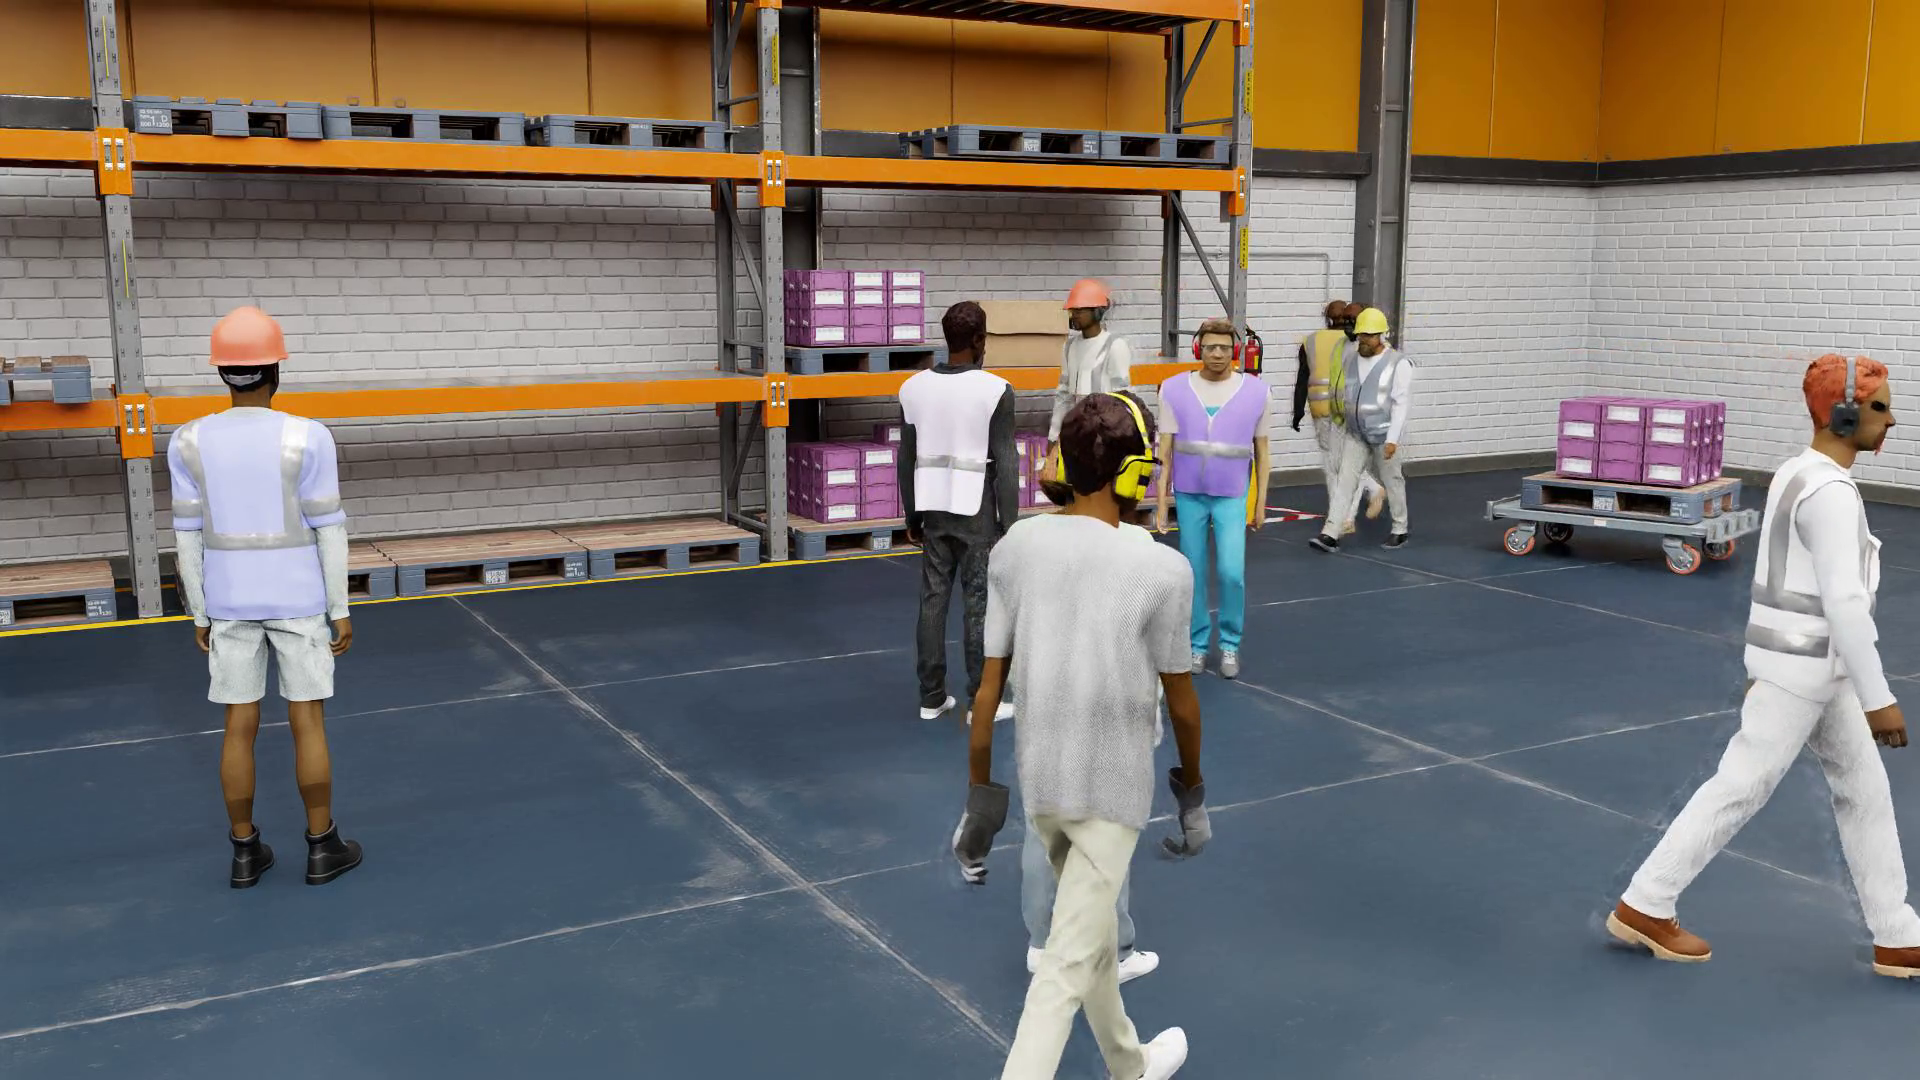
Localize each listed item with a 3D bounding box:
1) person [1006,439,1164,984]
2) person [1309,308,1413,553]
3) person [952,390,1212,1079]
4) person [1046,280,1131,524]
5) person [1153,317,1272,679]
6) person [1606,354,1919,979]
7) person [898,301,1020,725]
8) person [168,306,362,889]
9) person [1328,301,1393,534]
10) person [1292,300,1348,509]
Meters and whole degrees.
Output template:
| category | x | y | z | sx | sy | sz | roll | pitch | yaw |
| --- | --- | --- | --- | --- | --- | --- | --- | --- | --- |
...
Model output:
| category | x | y | z | sx | sy | sz | roll | pitch | yaw |
| --- | --- | --- | --- | --- | --- | --- | --- | --- | --- |
| person | 0.357 | 0.473 | 4.828 | 0.498 | 1.633 | 0.280 | 5 | 11 | 30 |
| person | 2.974 | -0.783 | 12.058 | 0.930 | 1.780 | 0.592 | -8 | 12 | -42 |
| person | 0.278 | 0.578 | 3.683 | 0.491 | 1.805 | 1.027 | 8 | 12 | 40 |
| person | 0.834 | -0.733 | 11.125 | 1.066 | 1.983 | 0.627 | -6 | 11 | -30 |
| person | 1.259 | -0.199 | 8.348 | 0.563 | 1.826 | 0.530 | 3 | 10 | 15 |
| person | 2.443 | 0.380 | 4.831 | 1.025 | 1.833 | 0.575 | 4 | 10 | 24 |
| person | -0.007 | -0.116 | 7.558 | 0.597 | 1.916 | 0.370 | 5 | 11 | 29 |
| person | -2.305 | 0.202 | 5.547 | 0.545 | 1.943 | 0.347 | -1 | 9 | -5 |
| person | 3.137 | -0.954 | 12.996 | 0.652 | 1.814 | 0.637 | -5 | 11 | -28 |
| person | 3.113 | -1.038 | 13.535 | 0.683 | 1.794 | 0.849 | 6 | 11 | 31 |
